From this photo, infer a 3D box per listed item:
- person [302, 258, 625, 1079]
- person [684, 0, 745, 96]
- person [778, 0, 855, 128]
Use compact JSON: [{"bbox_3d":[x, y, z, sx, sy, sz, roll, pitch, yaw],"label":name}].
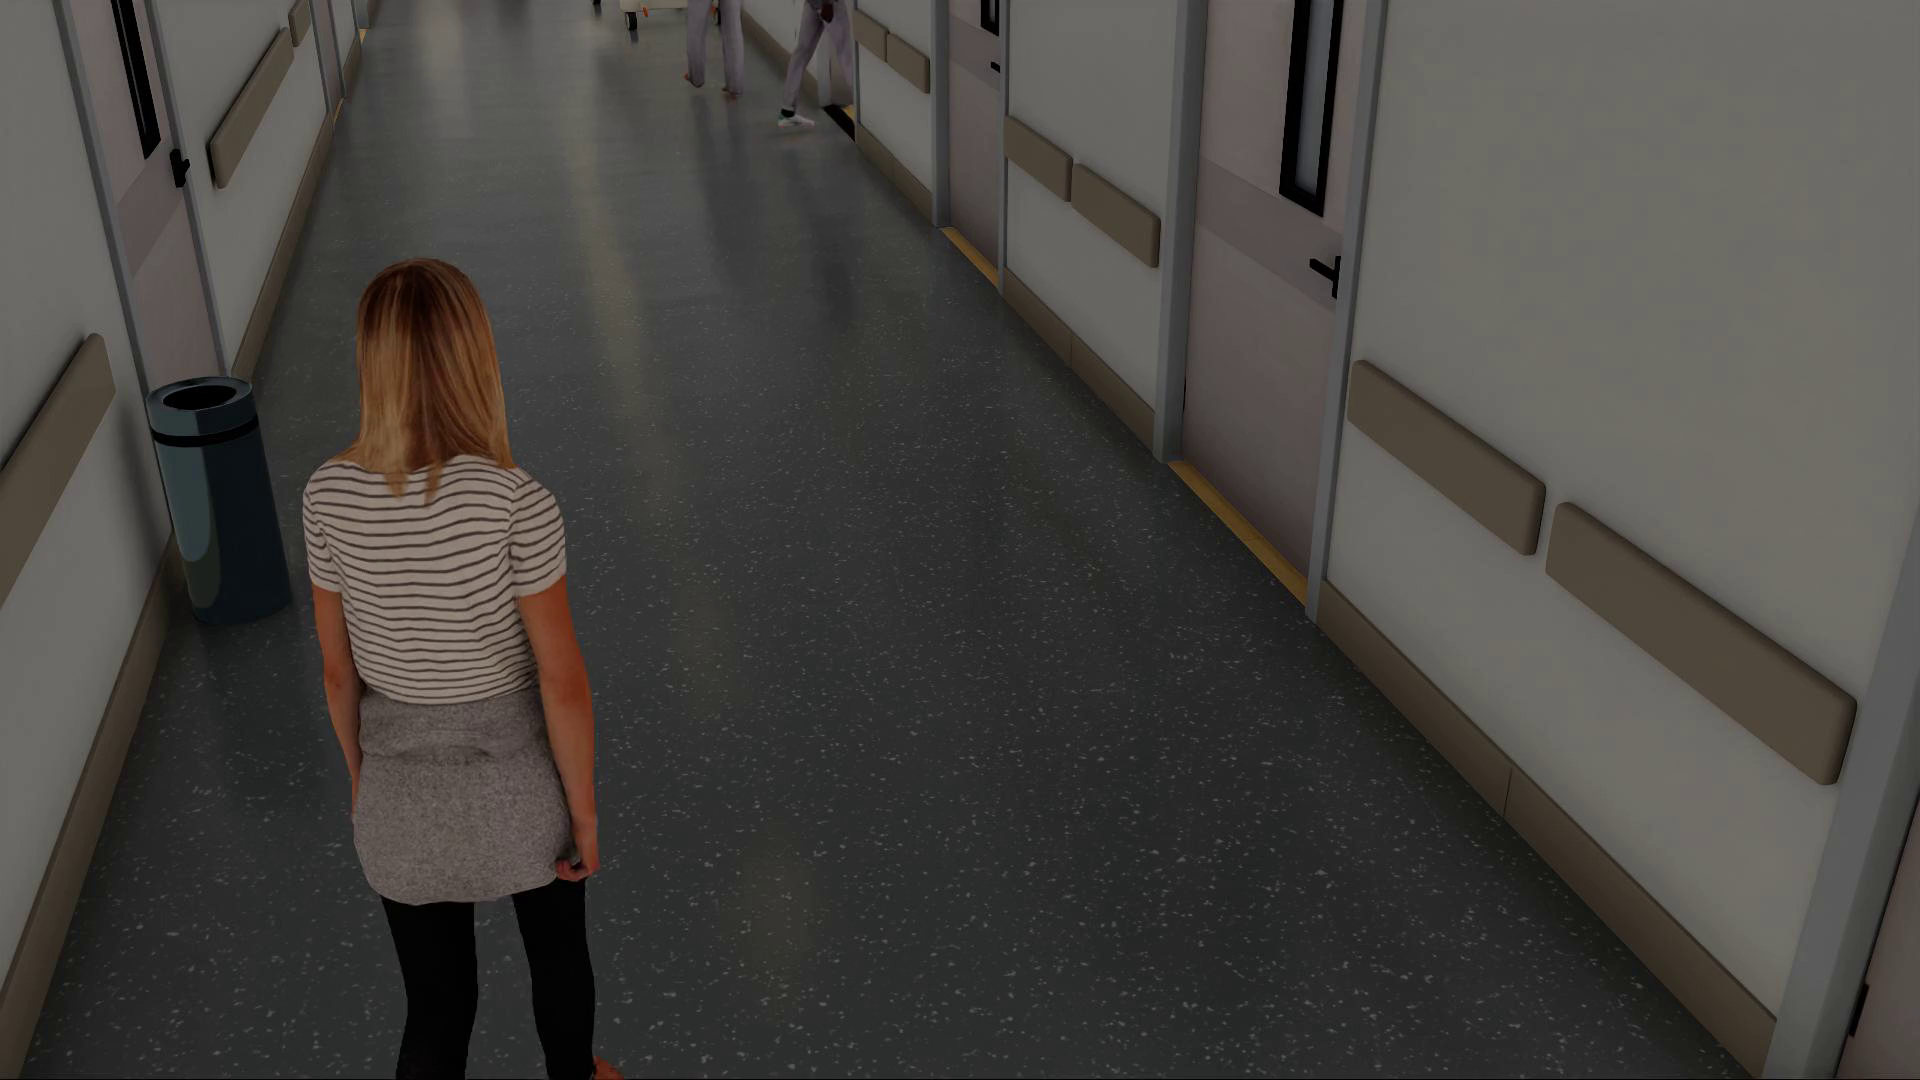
[{"bbox_3d":[-0.814,0.481,2.660,1.065,1.807,0.846,-1,26,-1],"label":"person"},{"bbox_3d":[-1.807,-4.220,12.526,0.950,1.707,0.802,-11,28,-22],"label":"person"},{"bbox_3d":[-1.000,-3.661,11.266,1.151,1.794,0.909,-11,28,-21],"label":"person"}]
